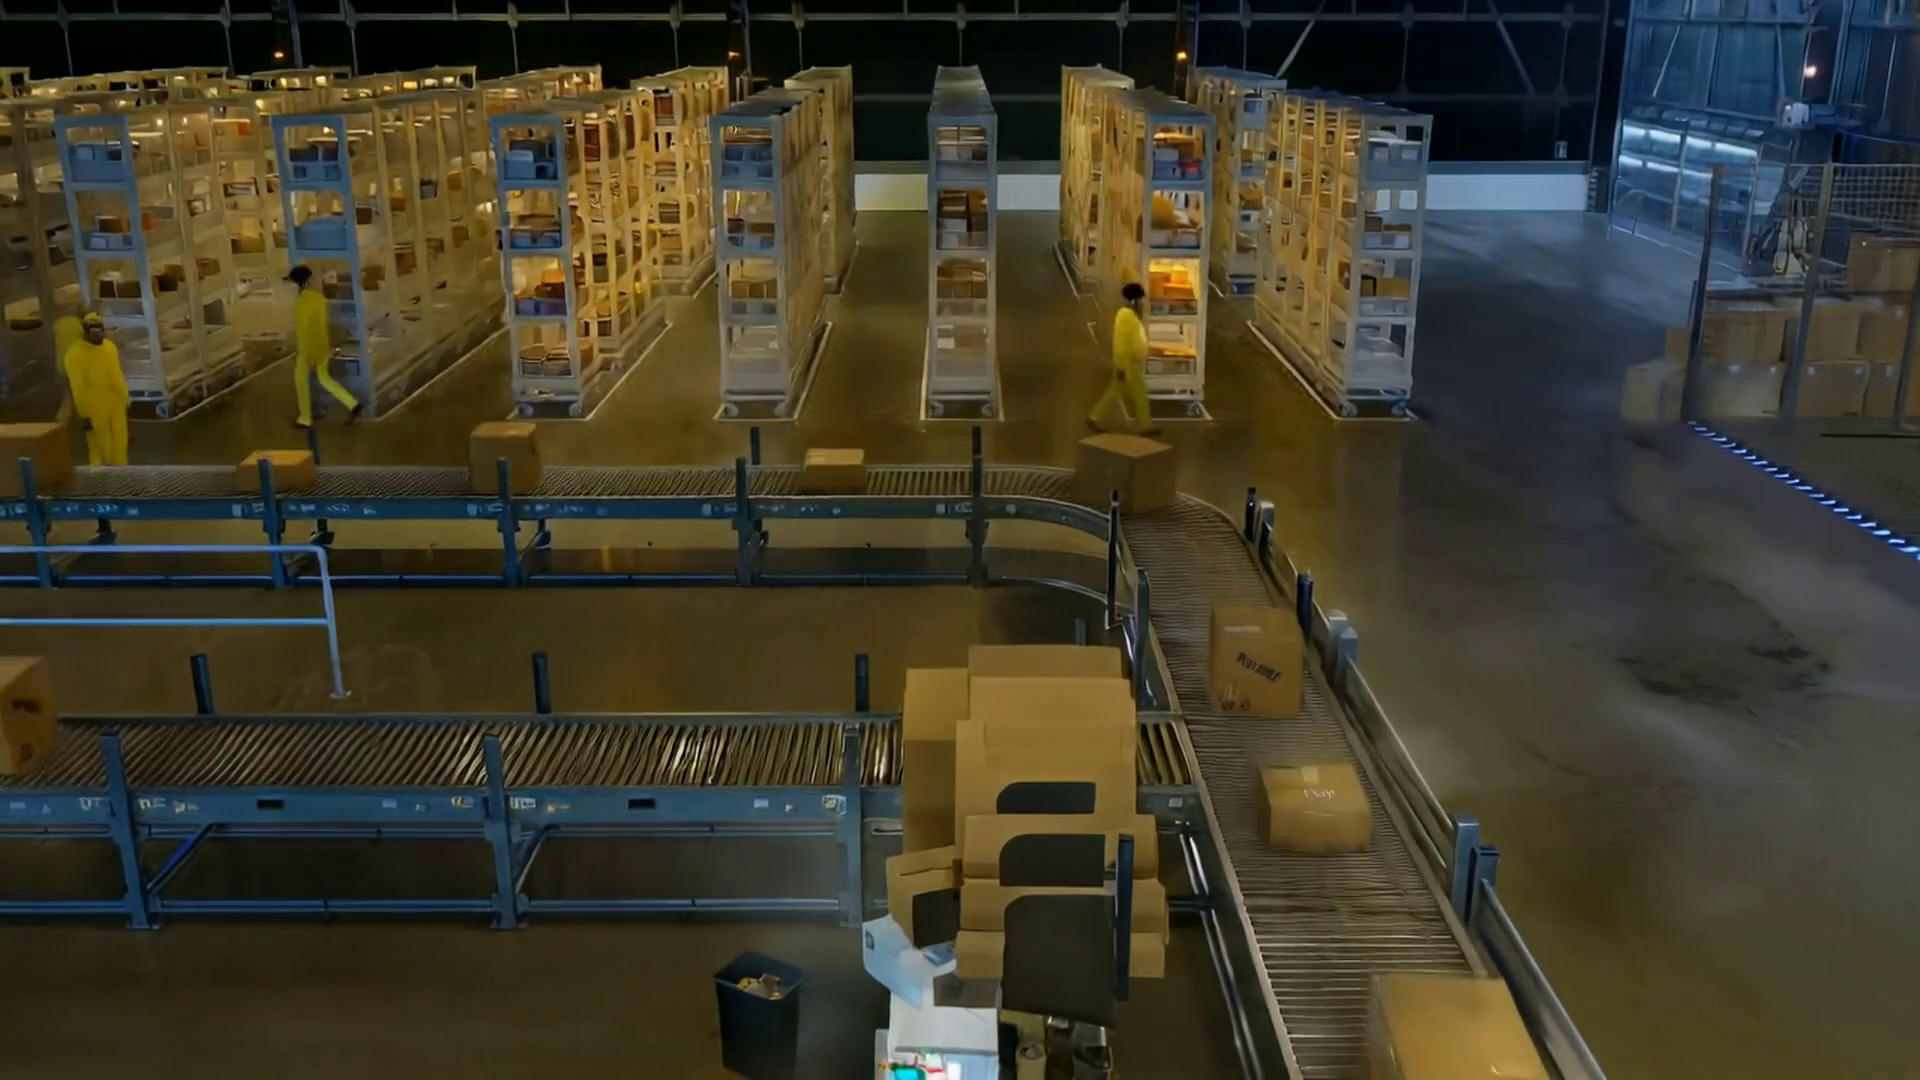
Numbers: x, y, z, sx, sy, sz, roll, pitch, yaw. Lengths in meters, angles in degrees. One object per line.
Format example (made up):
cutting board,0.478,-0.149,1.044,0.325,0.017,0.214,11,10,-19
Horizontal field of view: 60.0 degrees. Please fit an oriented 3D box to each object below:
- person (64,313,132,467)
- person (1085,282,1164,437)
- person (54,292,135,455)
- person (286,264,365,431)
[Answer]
person,-8.617,-1.342,16.711,0.512,1.897,0.651,5,19,15
person,1.880,-2.074,19.123,0.902,1.799,0.602,0,18,1
person,-9.776,-1.844,18.440,0.564,1.797,1.004,6,19,18
person,-7.449,-2.221,19.290,0.843,1.963,0.625,4,18,11
